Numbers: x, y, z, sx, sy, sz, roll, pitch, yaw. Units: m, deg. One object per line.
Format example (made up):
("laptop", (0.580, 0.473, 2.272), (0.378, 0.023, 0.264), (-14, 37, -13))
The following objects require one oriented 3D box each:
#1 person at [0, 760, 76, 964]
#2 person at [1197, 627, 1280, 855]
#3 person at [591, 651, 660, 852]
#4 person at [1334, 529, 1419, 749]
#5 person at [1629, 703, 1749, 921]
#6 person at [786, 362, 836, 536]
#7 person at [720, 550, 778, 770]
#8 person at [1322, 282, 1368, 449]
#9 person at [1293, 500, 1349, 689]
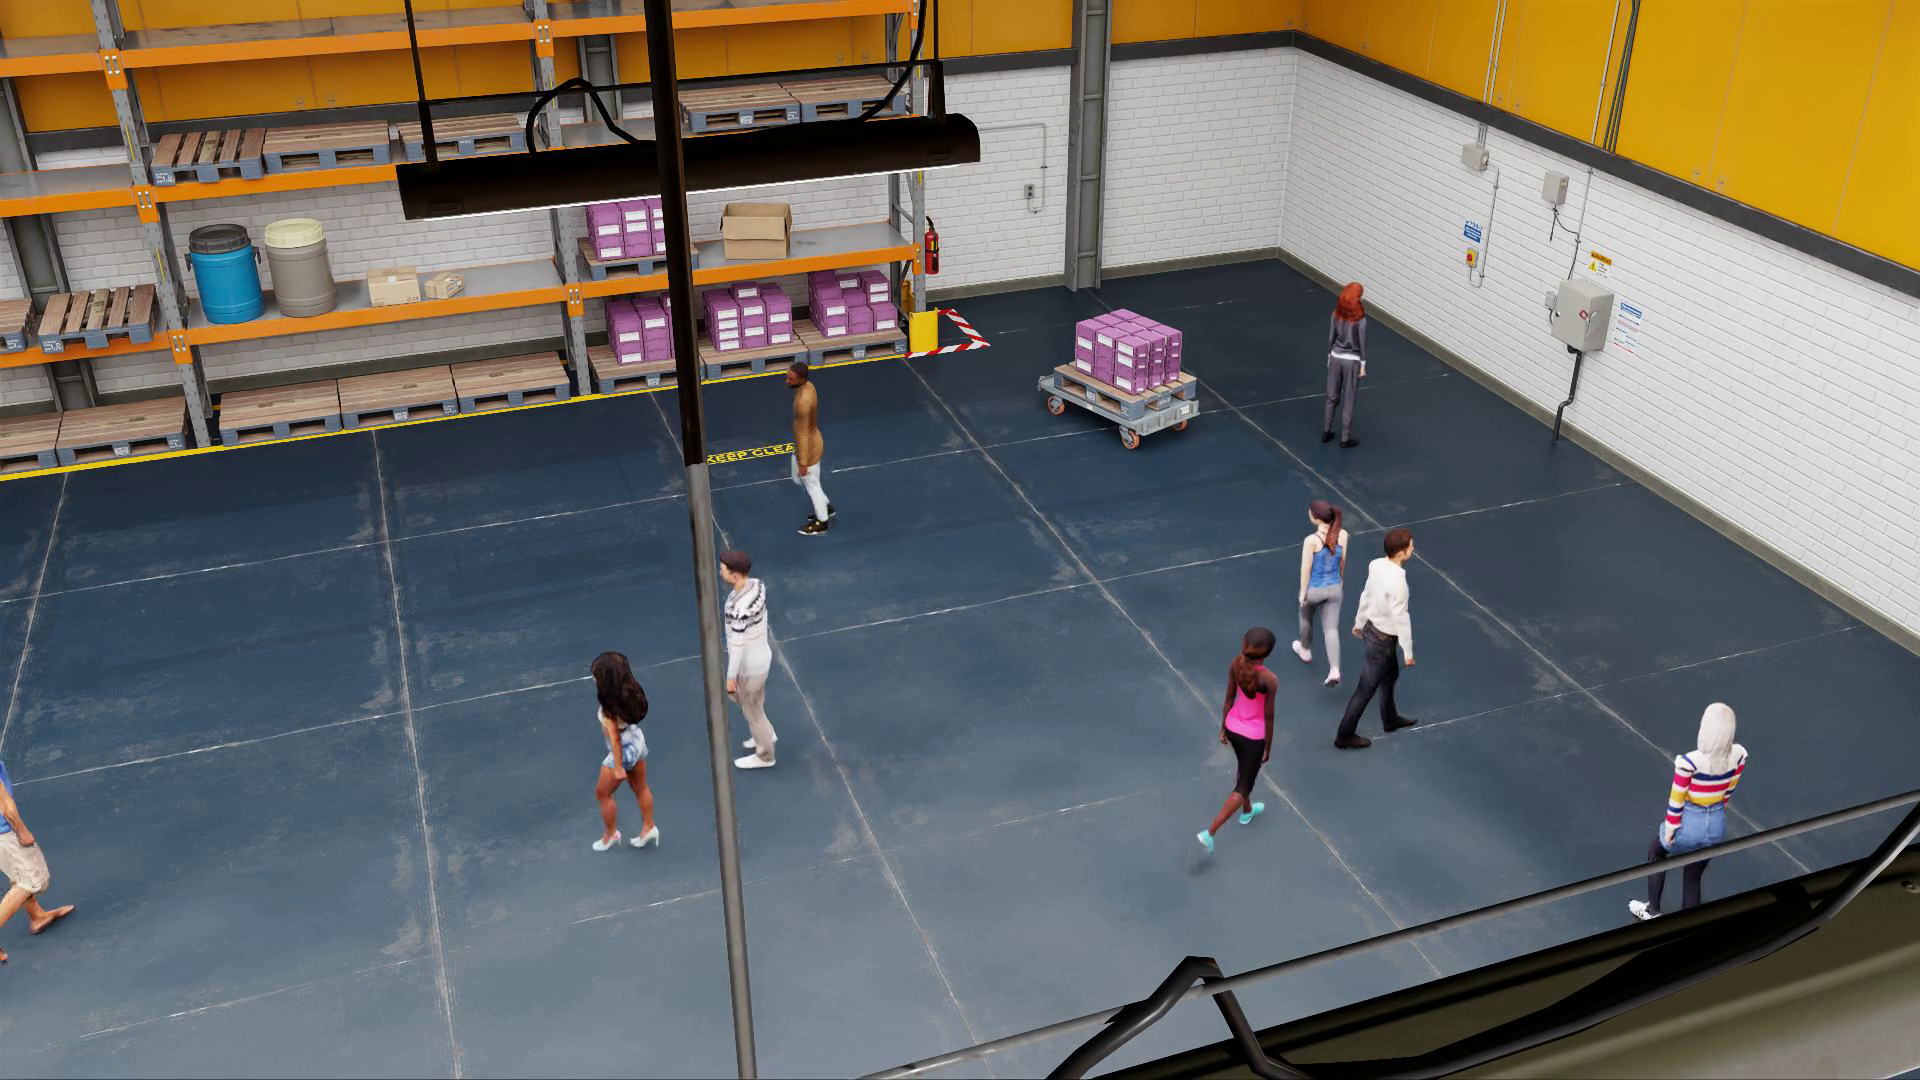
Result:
("person", (-6.117, 1.845, 10.441), (0.963, 1.852, 1.071), (18, 33, 29))
("person", (1.919, 1.391, 11.436), (1.147, 1.697, 0.849), (-24, 37, -37))
("person", (-2.226, 1.469, 11.384), (0.805, 1.609, 0.719), (1, 29, 1))
("person", (3.053, 0.769, 12.422), (1.024, 1.845, 0.831), (-4, 29, -7))
("person", (4.687, 1.855, 10.485), (0.707, 1.793, 0.796), (-3, 29, -6))
("person", (-1.371, -0.851, 15.443), (0.707, 1.795, 0.736), (0, 29, -1))
("person", (-1.454, 0.897, 12.186), (0.756, 1.846, 0.769), (2, 29, 4))
("person", (3.991, -1.809, 17.233), (0.653, 1.764, 0.643), (25, 37, 37))
("person", (2.923, 0.449, 13.299), (1.031, 1.567, 0.742), (-5, 29, -9))
